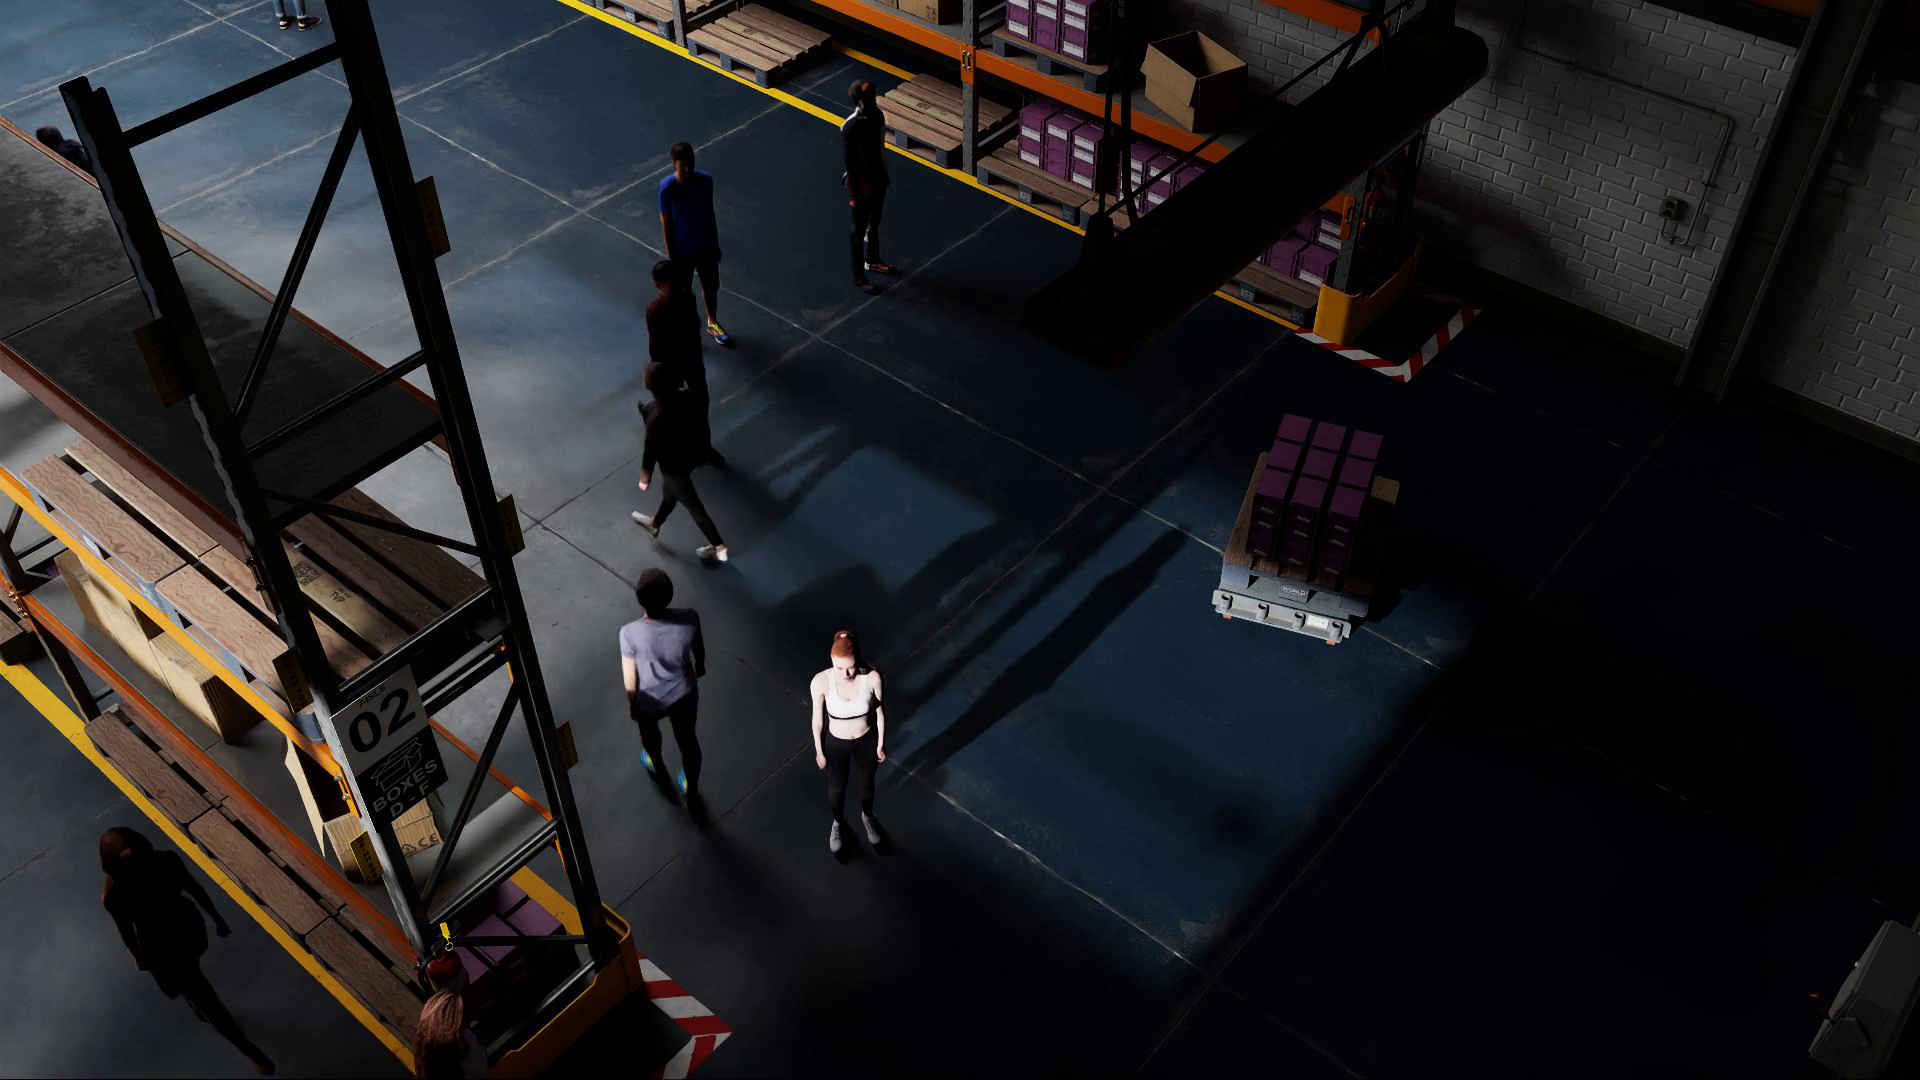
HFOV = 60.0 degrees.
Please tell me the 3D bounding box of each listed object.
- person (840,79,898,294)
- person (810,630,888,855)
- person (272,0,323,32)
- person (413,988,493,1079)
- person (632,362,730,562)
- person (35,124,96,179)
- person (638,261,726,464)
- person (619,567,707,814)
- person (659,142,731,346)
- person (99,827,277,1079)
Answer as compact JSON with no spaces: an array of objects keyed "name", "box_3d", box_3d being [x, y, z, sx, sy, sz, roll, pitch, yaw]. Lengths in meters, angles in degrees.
[{"name":"person","box_3d":[-0.788,-3.012,14.023,0.645,1.893,0.716,22,48,21]},{"name":"person","box_3d":[-0.641,1.177,9.735,0.669,1.742,0.709,-8,44,-8]},{"name":"person","box_3d":[-7.232,-6.276,17.503,0.649,1.819,0.804,10,44,10]},{"name":"person","box_3d":[-2.470,2.788,8.079,1.011,1.694,0.975,-6,44,-6]},{"name":"person","box_3d":[-1.879,-0.480,11.535,1.124,1.658,0.852,14,45,15]},{"name":"person","box_3d":[-7.262,-2.656,13.840,0.788,1.629,1.084,-30,51,-28]},{"name":"person","box_3d":[-2.160,-1.349,12.374,1.014,1.759,0.661,29,51,27]},{"name":"person","box_3d":[-1.704,0.974,9.860,0.866,1.863,0.954,-18,46,-18]},{"name":"person","box_3d":[-2.153,-2.370,13.366,0.690,1.869,0.684,-20,47,-20]},{"name":"person","box_3d":[-4.187,2.059,8.764,1.067,1.804,0.642,26,49,25]}]
